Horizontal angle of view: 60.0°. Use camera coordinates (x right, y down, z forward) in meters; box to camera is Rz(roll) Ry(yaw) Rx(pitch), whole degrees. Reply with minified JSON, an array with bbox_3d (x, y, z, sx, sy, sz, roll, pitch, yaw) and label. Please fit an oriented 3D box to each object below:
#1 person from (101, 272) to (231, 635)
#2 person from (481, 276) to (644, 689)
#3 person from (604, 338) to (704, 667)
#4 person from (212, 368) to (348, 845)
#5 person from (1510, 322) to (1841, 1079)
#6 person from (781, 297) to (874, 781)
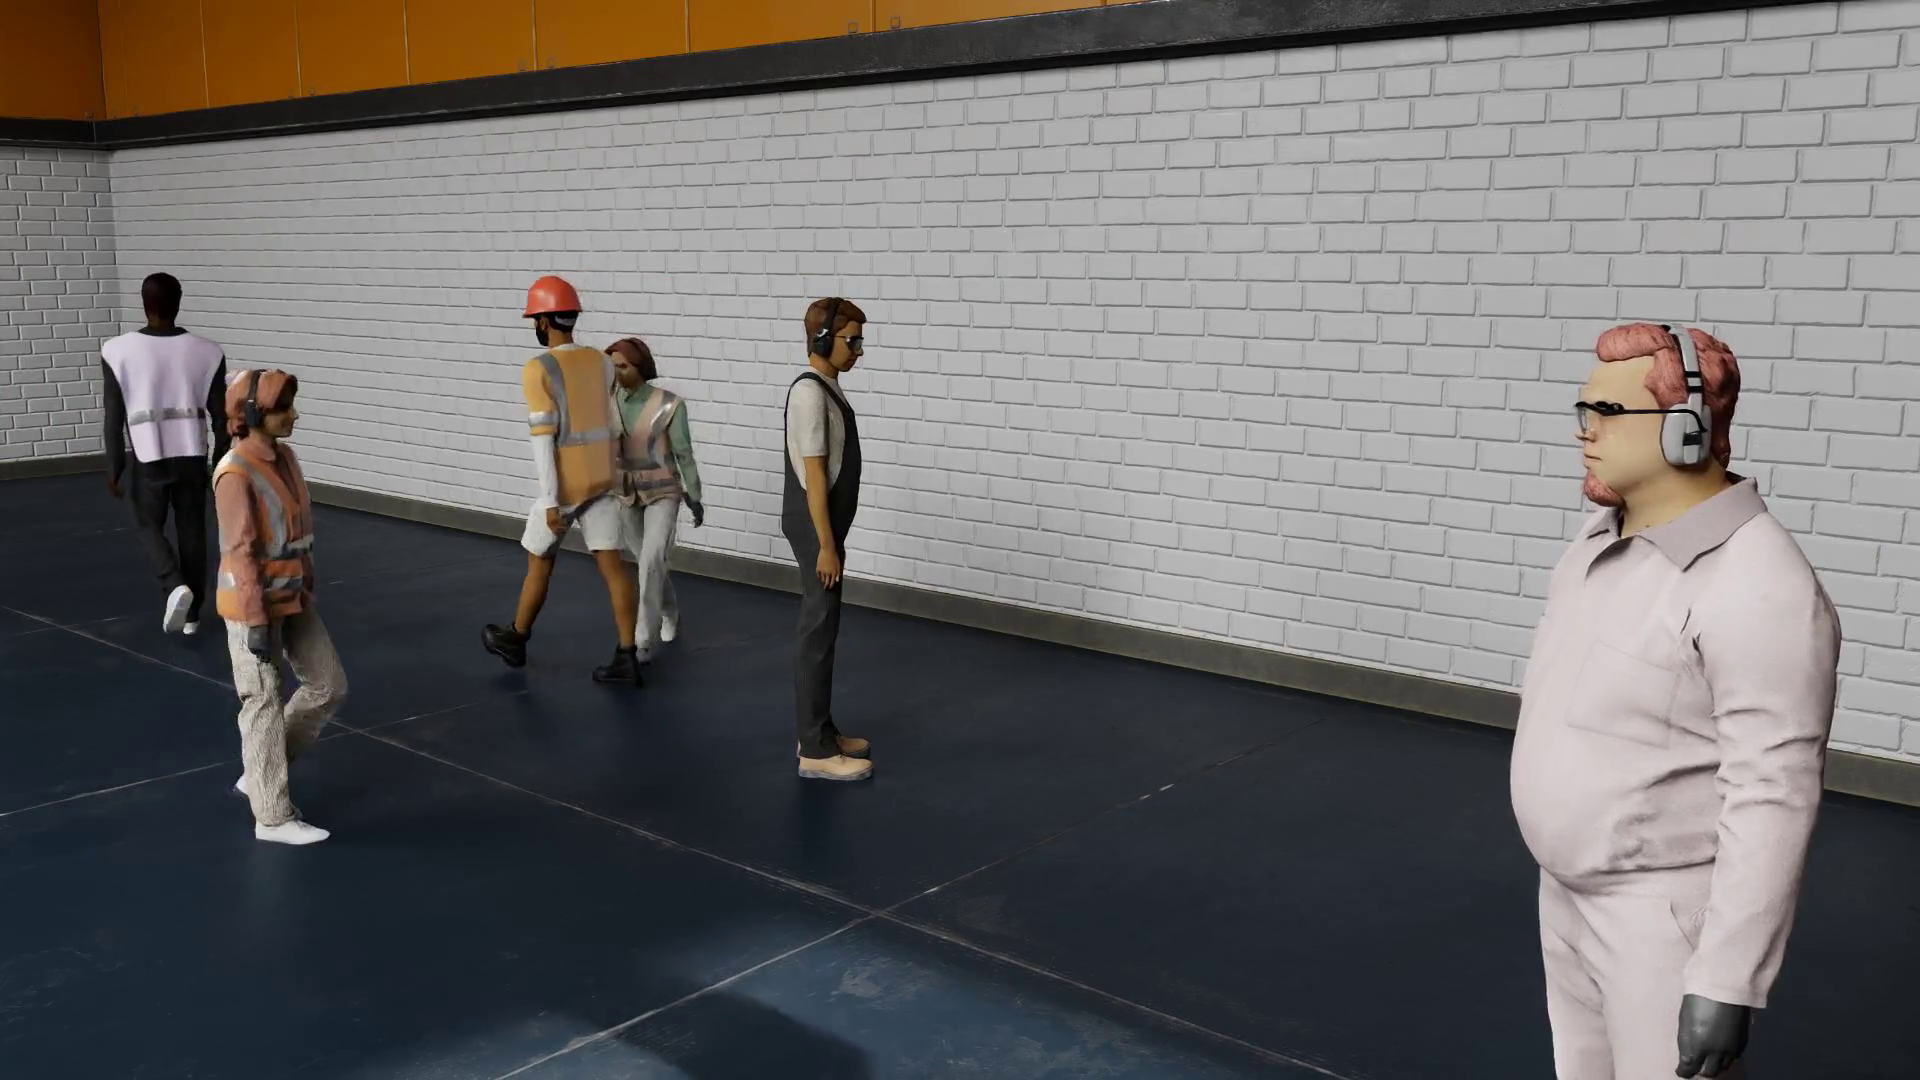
[{"bbox_3d":[-4.064,-0.422,8.584,0.606,1.897,0.595,-7,12,-34],"label":"person"},{"bbox_3d":[-1.862,-0.274,7.765,0.998,1.877,0.543,8,13,38],"label":"person"},{"bbox_3d":[-1.531,-0.209,8.250,0.555,1.593,0.870,3,10,18],"label":"person"},{"bbox_3d":[-2.293,0.238,5.585,0.372,1.624,0.541,0,10,0],"label":"person"},{"bbox_3d":[1.102,0.601,2.744,0.399,1.907,0.644,-1,10,-3],"label":"person"},{"bbox_3d":[-0.510,-0.007,6.399,0.344,1.839,0.504,-1,10,-3],"label":"person"}]
